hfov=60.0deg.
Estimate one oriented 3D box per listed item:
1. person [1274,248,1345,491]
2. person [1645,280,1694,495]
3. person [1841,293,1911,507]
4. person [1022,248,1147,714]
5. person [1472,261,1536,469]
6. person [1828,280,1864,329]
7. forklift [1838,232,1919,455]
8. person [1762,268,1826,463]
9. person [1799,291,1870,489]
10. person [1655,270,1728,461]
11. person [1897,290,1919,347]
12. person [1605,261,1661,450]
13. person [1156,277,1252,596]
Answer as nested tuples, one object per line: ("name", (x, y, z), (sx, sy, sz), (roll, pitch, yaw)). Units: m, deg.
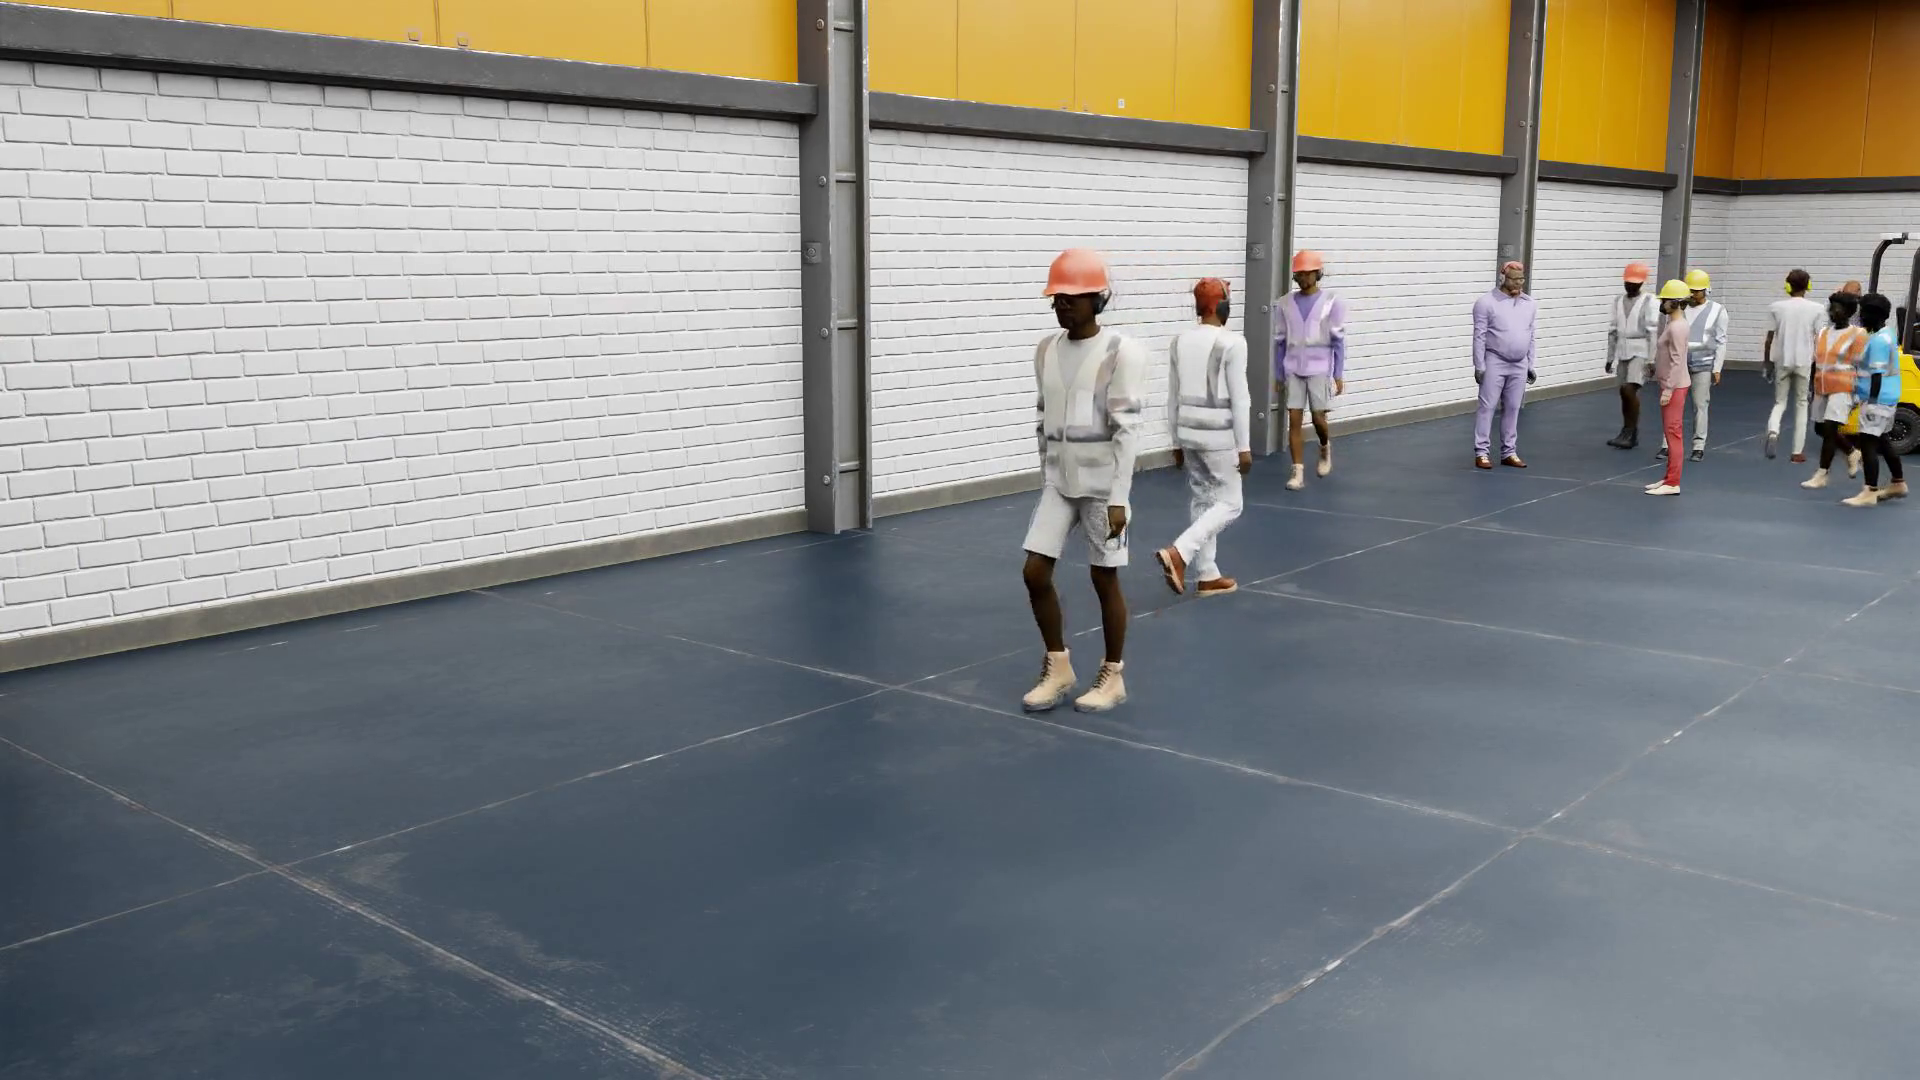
("person", (2.952, -1.437, 14.024), (0.632, 2.030, 0.632), (6, 11, 29))
("person", (5.841, -1.248, 13.691), (0.316, 1.769, 0.524), (5, 11, 24))
("person", (7.264, -1.096, 13.075), (0.480, 1.676, 0.702), (7, 12, 33))
("person", (0.509, -0.226, 7.164), (0.624, 2.022, 0.641), (8, 13, 40))
("person", (5.036, -1.607, 15.347), (0.638, 1.905, 0.407), (-3, 10, -15))
("person", (11.890, -2.679, 22.307), (0.507, 1.606, 0.748), (9, 13, 42))
("forklift", (9.955, -1.972, 16.595), (2.313, 2.155, 1.214), (1, 10, 8))
("person", (7.846, -1.624, 15.637), (0.552, 1.843, 0.553), (7, 12, 36))
("person", (7.469, -1.273, 14.083), (0.710, 1.672, 0.534), (-3, 11, -19))
("person", (6.978, -1.662, 15.891), (0.587, 1.823, 0.403), (8, 13, 38))
("person", (10.931, -2.218, 19.024), (0.546, 1.827, 0.537), (1, 10, 5))
("person", (6.787, -1.849, 16.741), (0.598, 1.896, 0.605), (-5, 11, -28))
("person", (1.386, -0.566, 9.524), (0.633, 1.868, 0.597), (-7, 12, -35))
